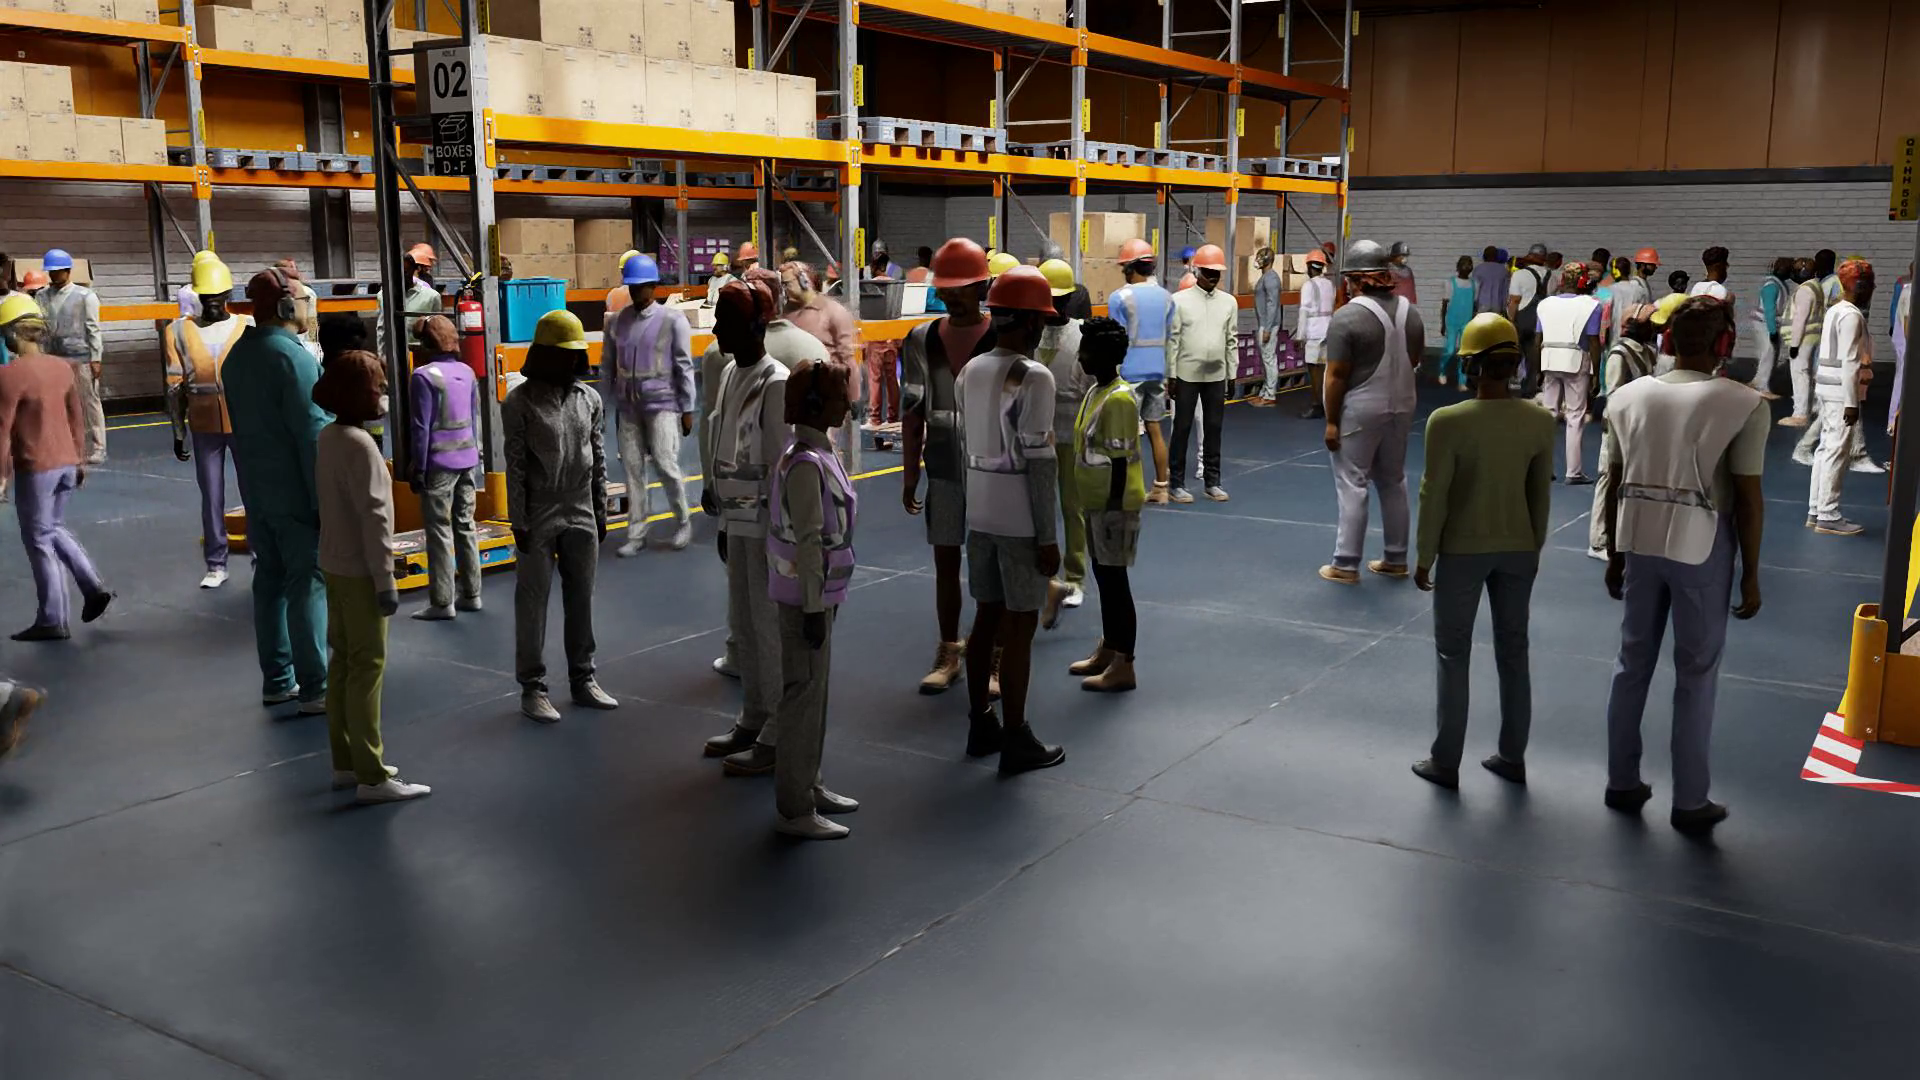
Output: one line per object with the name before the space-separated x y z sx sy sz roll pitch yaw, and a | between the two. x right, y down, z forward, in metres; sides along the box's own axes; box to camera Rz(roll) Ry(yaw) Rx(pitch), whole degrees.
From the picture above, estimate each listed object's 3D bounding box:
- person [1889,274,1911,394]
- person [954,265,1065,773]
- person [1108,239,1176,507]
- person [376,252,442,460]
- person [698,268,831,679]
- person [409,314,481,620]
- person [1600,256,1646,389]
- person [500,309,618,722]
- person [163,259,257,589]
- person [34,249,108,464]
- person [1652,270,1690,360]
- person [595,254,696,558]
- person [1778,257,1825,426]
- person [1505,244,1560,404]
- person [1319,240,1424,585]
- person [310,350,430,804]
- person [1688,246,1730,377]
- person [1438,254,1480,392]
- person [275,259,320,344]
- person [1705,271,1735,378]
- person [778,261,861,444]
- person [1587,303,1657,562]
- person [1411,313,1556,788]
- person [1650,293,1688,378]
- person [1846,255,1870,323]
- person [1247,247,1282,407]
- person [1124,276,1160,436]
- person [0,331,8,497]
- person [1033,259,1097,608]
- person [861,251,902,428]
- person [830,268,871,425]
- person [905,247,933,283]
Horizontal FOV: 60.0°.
person | 12.512 -2.808 21.781 0.635 1.837 0.431 2 10 13
person | 0.212 -0.080 6.393 0.386 1.929 0.543 -7 12 -33
person | 1.339 -1.249 12.589 0.608 2.031 0.436 -6 12 -32
person | -4.944 -1.625 14.979 0.599 1.916 0.377 1 10 4
person | -0.910 -0.303 7.724 0.648 1.896 0.399 -6 12 -30
person | -2.760 -0.391 8.937 0.323 1.631 0.520 3 11 16
person | 7.287 -2.193 18.319 0.600 1.845 0.551 0 10 1
person | -1.685 -0.101 7.049 0.320 1.737 0.483 10 14 43
person | -4.288 -0.668 9.688 0.590 1.916 0.401 -3 11 -16
person | -8.061 -1.647 15.038 0.605 1.939 0.410 1 10 5
person | 7.759 -2.074 18.077 0.540 1.696 0.316 0 10 -2
person | -2.024 -0.854 10.665 0.644 1.937 0.467 4 11 19
person | 9.204 -2.164 18.217 0.431 1.836 0.624 7 12 35
person | 6.915 -2.663 20.383 0.727 2.000 0.843 -3 11 -17
person | 2.404 -0.770 9.898 0.691 2.000 0.537 -5 12 -28
person | -2.169 0.132 6.031 0.284 1.633 0.498 -8 13 -36
person | 7.322 -1.882 16.266 0.361 1.965 0.612 0 10 -3
person | 6.698 -2.912 22.341 0.525 1.833 0.611 -1 10 -4
person | -6.919 -2.013 17.395 0.561 1.827 0.426 5 12 28
person | 8.688 -2.317 19.231 0.533 1.768 0.310 -4 11 -20
person | -1.077 -0.973 11.482 0.664 1.877 0.714 6 12 28
person | 4.222 -0.674 10.516 0.511 1.631 0.315 -9 14 -41
person | 1.929 0.043 6.180 0.527 1.759 0.339 -2 10 -12
person | 4.370 -0.658 10.211 0.368 1.709 0.554 4 11 22
person | 12.157 -2.966 22.670 0.403 1.825 0.593 6 12 29
person | 3.721 -2.583 20.225 0.377 1.940 0.628 1 10 6
person | 1.824 -2.025 17.234 0.399 1.905 0.642 7 12 33
person | -7.721 -1.176 12.991 0.354 1.737 0.576 6 12 29
person | 0.518 -0.583 9.207 0.586 1.918 0.395 4 11 19
person | -0.827 -2.116 17.732 0.597 1.909 0.405 -10 14 -44
person | -1.130 -2.183 18.104 0.598 1.908 0.403 -5 11 -27
person | -0.556 -3.556 25.695 0.611 1.925 0.913 5 11 26
